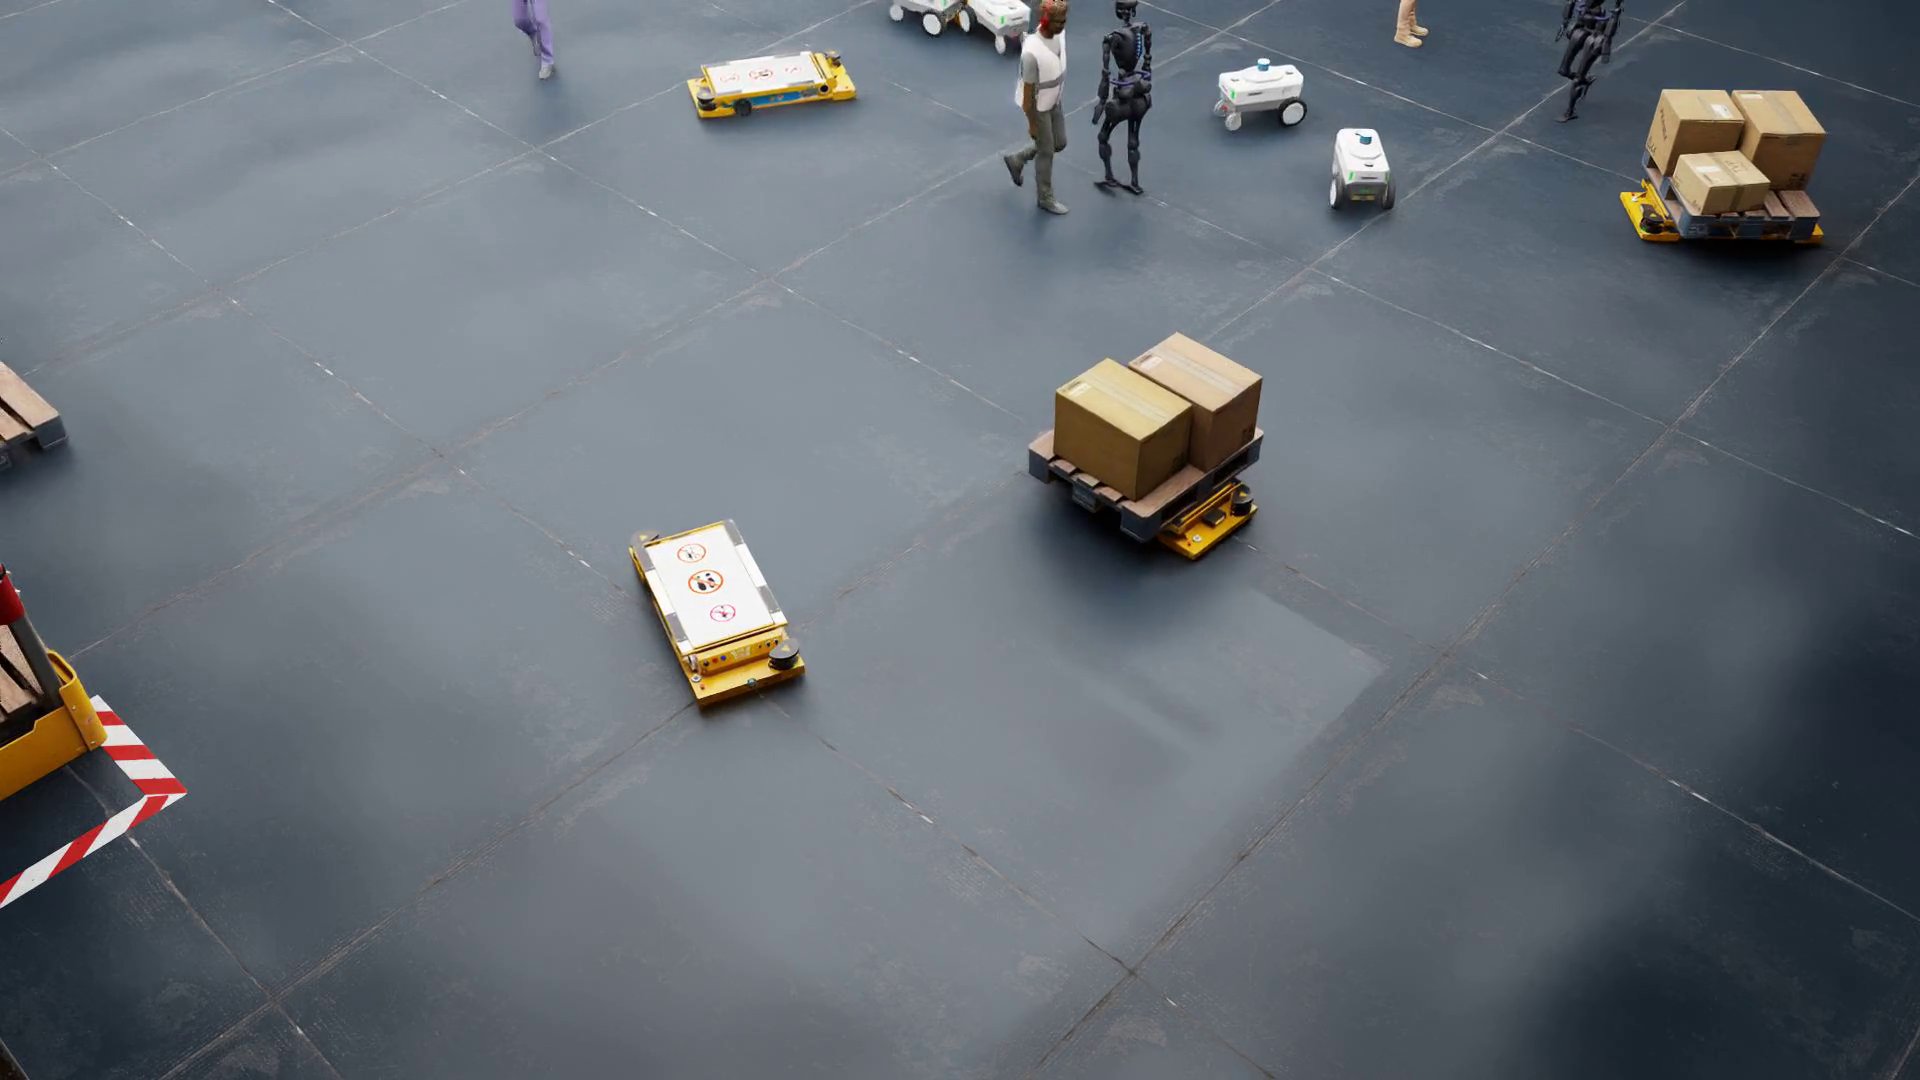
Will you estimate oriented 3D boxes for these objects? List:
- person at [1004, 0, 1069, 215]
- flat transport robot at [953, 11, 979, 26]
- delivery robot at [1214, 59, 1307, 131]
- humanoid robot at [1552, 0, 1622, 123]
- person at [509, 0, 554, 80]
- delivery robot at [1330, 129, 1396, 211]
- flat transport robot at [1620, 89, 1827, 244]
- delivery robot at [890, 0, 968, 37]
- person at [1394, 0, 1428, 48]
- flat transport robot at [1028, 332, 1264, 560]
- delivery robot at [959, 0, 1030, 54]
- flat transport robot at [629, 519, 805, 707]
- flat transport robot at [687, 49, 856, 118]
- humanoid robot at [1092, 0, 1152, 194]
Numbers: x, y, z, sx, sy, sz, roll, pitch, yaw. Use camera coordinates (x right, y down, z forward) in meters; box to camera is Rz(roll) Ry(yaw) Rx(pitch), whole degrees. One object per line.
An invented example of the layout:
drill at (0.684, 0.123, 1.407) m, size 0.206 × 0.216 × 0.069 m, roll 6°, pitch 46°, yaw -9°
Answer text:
person at (0.619, -3.458, 13.207) m, size 0.572 × 1.818 × 0.588 m, roll 20°, pitch 46°, yaw 21°
flat transport robot at (0.024, -5.590, 16.739) m, size 0.659 × 0.231 × 1.431 m, roll -16°, pitch 44°, yaw -17°
delivery robot at (2.675, -3.956, 14.724) m, size 0.815 × 0.614 × 0.499 m, roll -10°, pitch 43°, yaw -11°
humanoid robot at (5.516, -4.434, 14.408) m, size 0.467 × 1.646 × 0.604 m, roll -20°, pitch 46°, yaw -21°
person at (-3.934, -5.124, 15.061) m, size 0.611 × 1.820 × 0.516 m, roll 2°, pitch 42°, yaw 2°
delivery robot at (3.314, -3.061, 13.729) m, size 0.499 × 0.614 × 0.791 m, roll 1°, pitch 42°, yaw 1°
flat transport robot at (6.172, -2.659, 13.482) m, size 1.431 × 0.231 × 0.659 m, roll 1°, pitch 42°, yaw 1°
delivery robot at (-0.289, -5.257, 16.170) m, size 0.791 × 0.614 × 0.499 m, roll 26°, pitch 48°, yaw 26°
person at (4.366, -5.516, 15.554) m, size 0.321 × 1.744 × 0.473 m, roll 20°, pitch 46°, yaw 20°
flat transport robot at (1.201, -0.413, 10.986) m, size 0.659 × 0.231 × 1.431 m, roll -34°, pitch 52°, yaw -32°
delivery robot at (0.370, -5.044, 15.910) m, size 0.499 × 0.583 × 0.767 m, roll -20°, pitch 46°, yaw -21°
flat transport robot at (-1.500, 0.383, 10.100) m, size 0.659 × 0.231 × 1.431 m, roll -17°, pitch 45°, yaw -18°
flat transport robot at (-1.723, -4.155, 15.144) m, size 1.431 × 0.231 × 0.659 m, roll -11°, pitch 43°, yaw -12°
humanoid robot at (1.349, -3.601, 13.481) m, size 0.606 × 1.633 × 0.427 m, roll -30°, pitch 50°, yaw -29°
